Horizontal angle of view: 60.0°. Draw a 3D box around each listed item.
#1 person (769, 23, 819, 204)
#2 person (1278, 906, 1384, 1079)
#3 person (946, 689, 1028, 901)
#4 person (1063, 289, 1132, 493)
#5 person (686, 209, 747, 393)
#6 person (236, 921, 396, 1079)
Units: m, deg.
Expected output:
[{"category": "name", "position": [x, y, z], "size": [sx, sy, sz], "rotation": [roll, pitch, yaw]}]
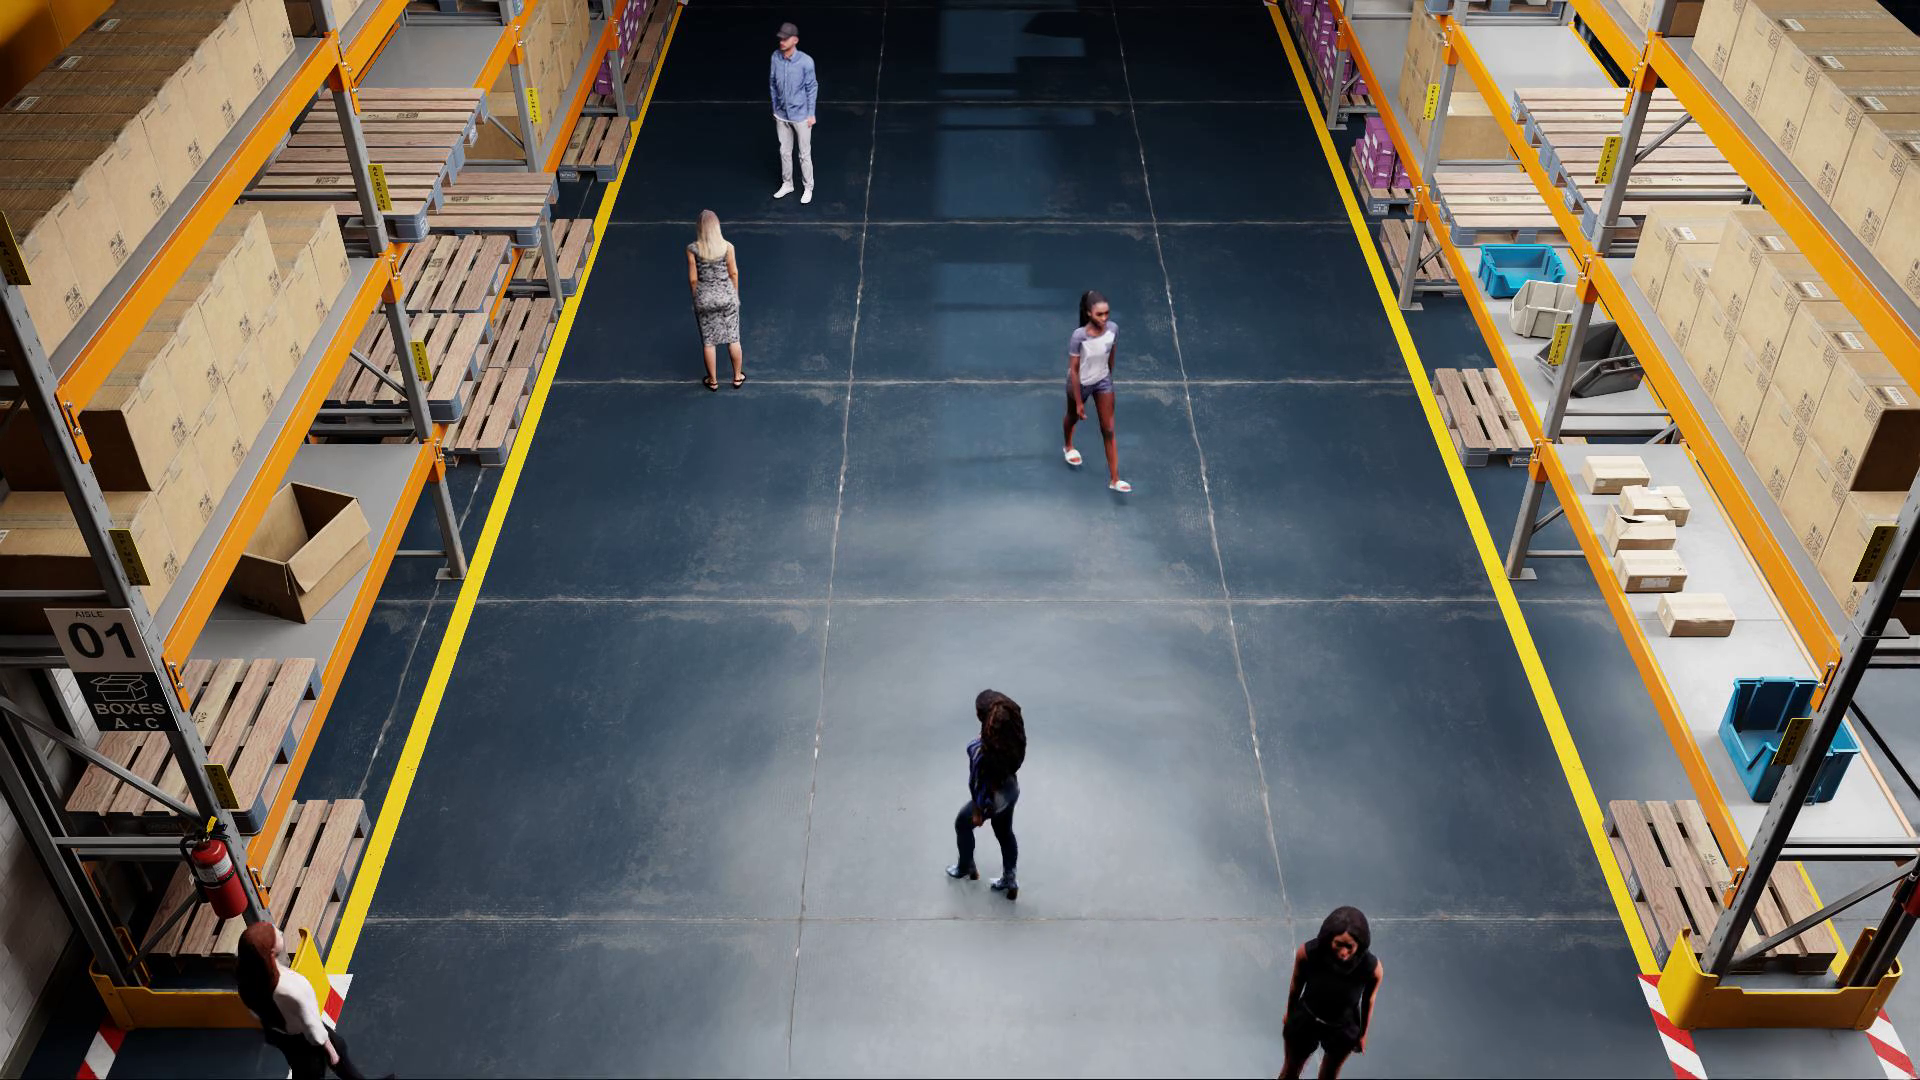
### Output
[{"category": "person", "position": [-1.715, -4.405, 17.123], "size": [0.729, 1.887, 0.694], "rotation": [15, 41, 18]}, {"category": "person", "position": [1.895, 2.481, 8.619], "size": [0.653, 1.740, 0.729], "rotation": [8, 39, 9]}, {"category": "person", "position": [0.264, 1.555, 9.883], "size": [0.868, 1.609, 0.807], "rotation": [24, 45, 27]}, {"category": "person", "position": [0.996, -1.260, 13.350], "size": [0.915, 1.681, 1.226], "rotation": [-14, 41, -17]}, {"category": "person", "position": [-2.107, -2.050, 14.322], "size": [0.604, 1.704, 0.539], "rotation": [-6, 39, -8]}, {"category": "person", "position": [-3.415, 2.623, 8.455], "size": [1.019, 1.723, 1.195], "rotation": [23, 44, 26]}]
